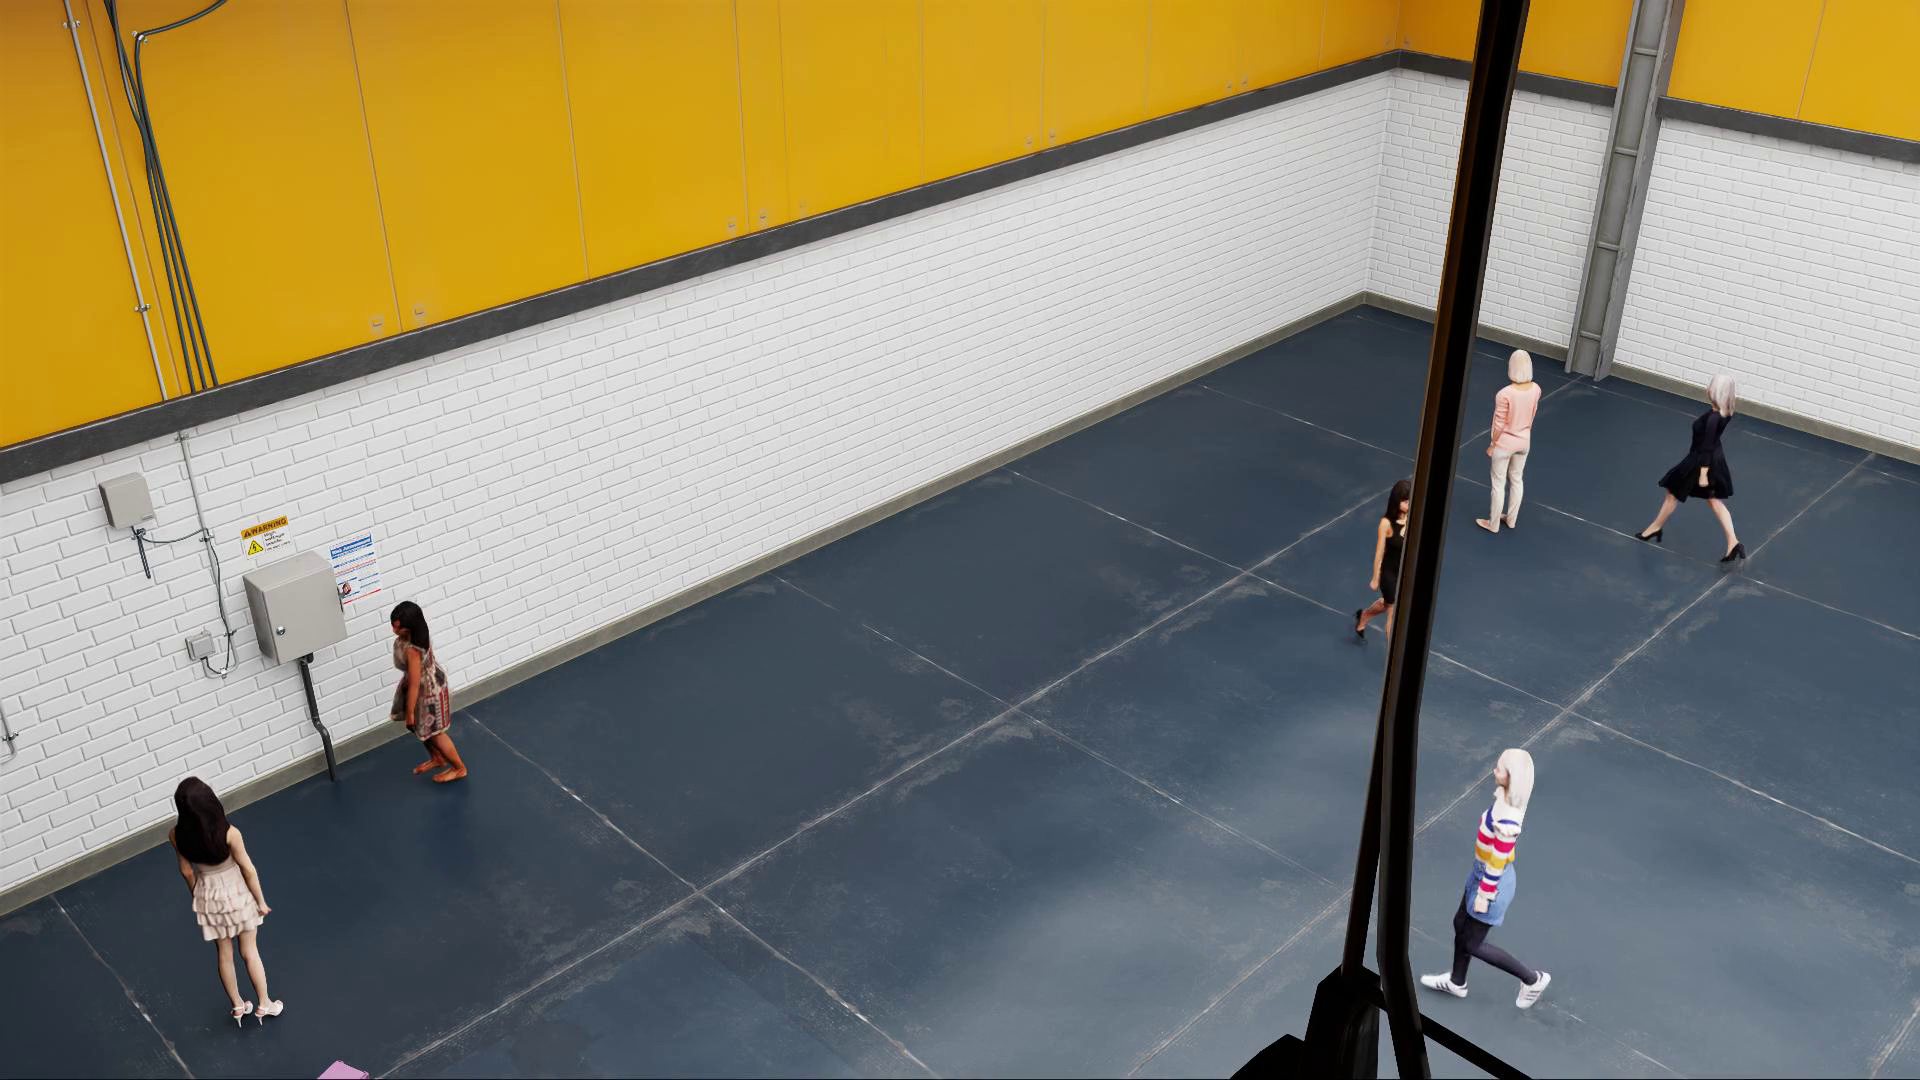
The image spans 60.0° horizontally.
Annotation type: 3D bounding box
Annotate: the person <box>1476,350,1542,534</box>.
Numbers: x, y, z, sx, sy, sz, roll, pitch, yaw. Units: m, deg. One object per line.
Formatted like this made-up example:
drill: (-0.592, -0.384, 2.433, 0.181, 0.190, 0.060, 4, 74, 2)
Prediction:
person: (4.925, -0.879, 14.862, 0.671, 1.724, 0.656, -11, 30, -19)

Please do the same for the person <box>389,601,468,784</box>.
person: (-3.644, 1.046, 11.474, 0.839, 1.589, 0.735, -3, 29, -6)

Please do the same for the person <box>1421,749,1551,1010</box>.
person: (3.124, 1.987, 9.537, 1.060, 1.793, 0.921, 8, 30, 14)

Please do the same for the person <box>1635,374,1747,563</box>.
person: (6.503, -0.582, 14.341, 1.183, 1.701, 0.632, 23, 36, 36)

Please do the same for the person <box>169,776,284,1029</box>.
person: (-4.179, 2.065, 9.452, 0.650, 1.737, 0.714, 1, 29, 1)

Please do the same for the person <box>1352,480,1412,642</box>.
person: (3.339, 0.248, 12.907, 0.832, 1.618, 1.107, -12, 31, -20)
